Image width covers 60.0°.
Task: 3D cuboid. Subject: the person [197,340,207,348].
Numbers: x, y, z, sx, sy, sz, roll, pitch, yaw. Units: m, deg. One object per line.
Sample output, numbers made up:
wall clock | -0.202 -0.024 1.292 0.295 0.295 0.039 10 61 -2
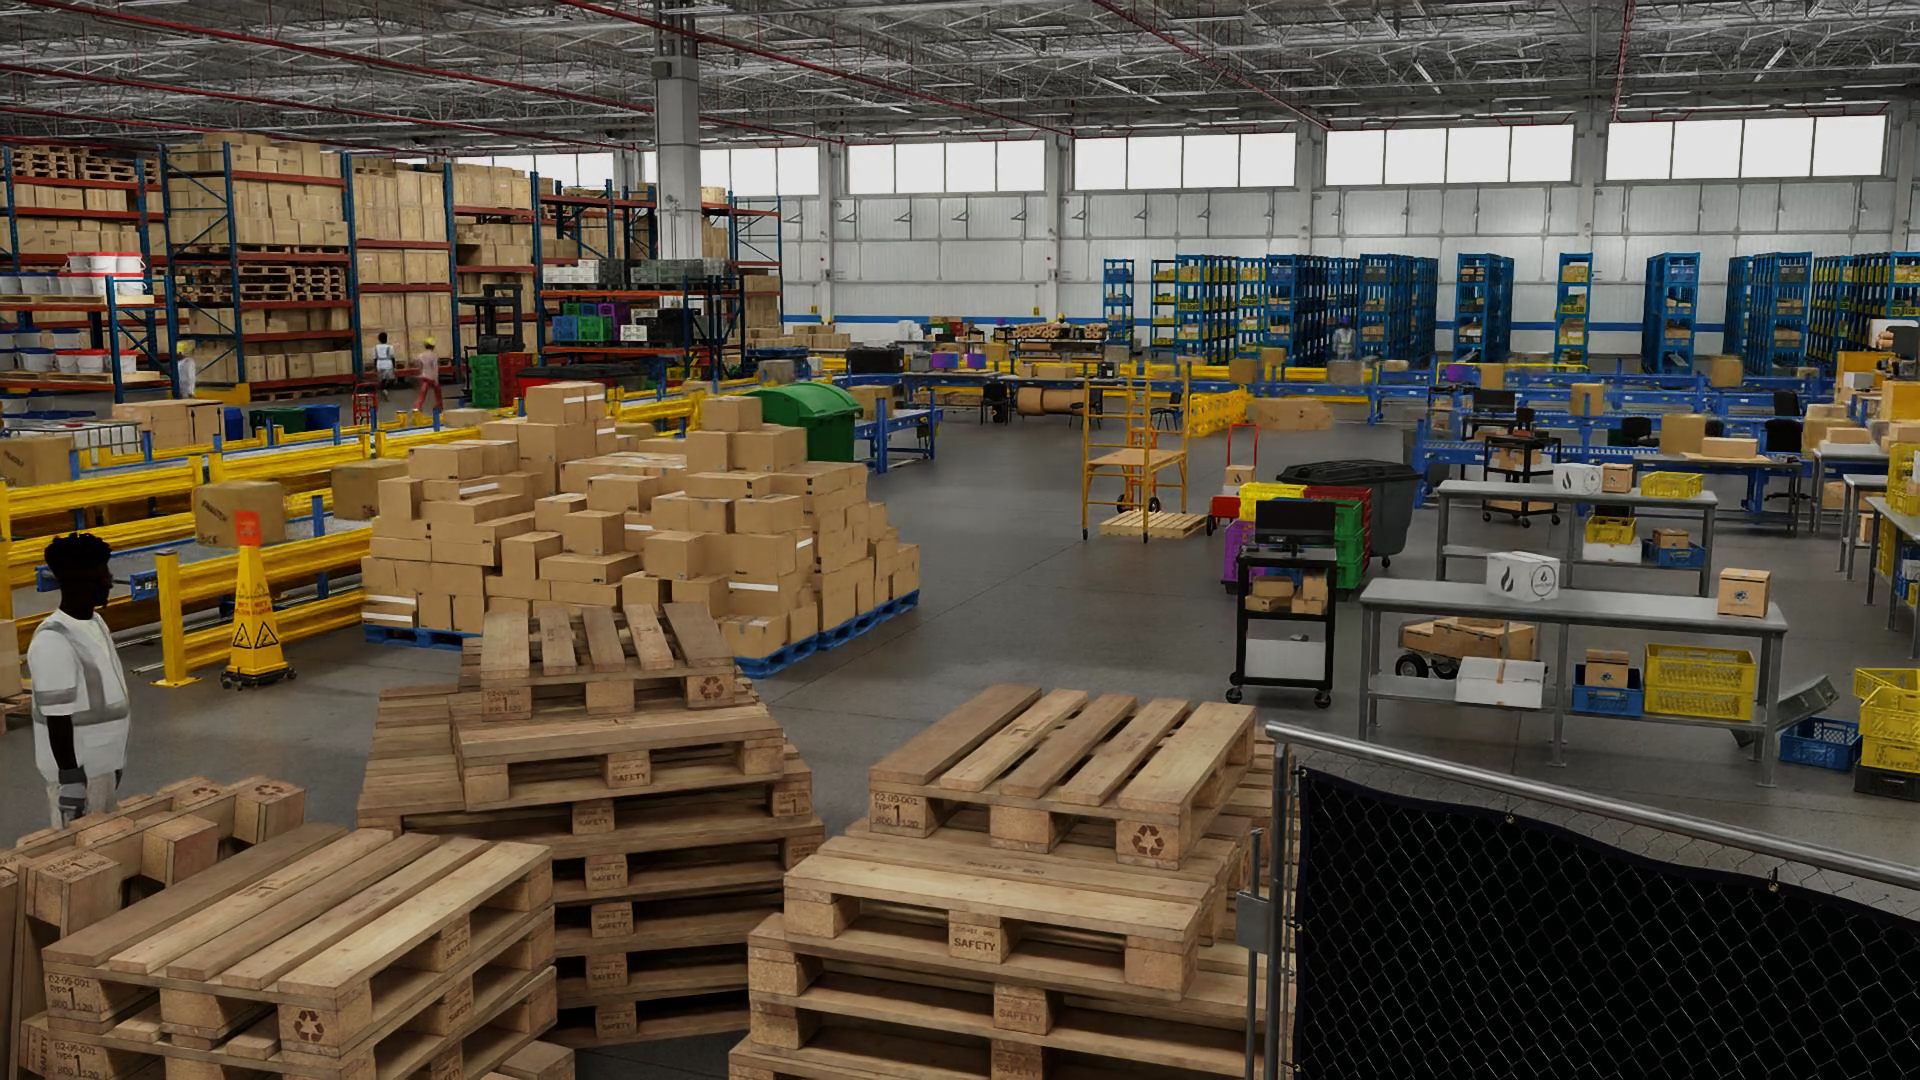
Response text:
person | -22.598 -5.860 49.926 0.629 1.915 0.871 6 11 31

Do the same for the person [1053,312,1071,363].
person | 3.276 -6.447 53.851 0.590 1.833 0.403 2 9 15

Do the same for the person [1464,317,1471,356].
person | 15.548 -6.005 51.093 0.439 1.830 0.583 5 10 29

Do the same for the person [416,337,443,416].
person | -11.260 -3.425 35.206 0.532 1.728 0.883 4 10 24

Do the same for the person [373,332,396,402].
person | -13.755 -4.128 39.725 0.543 1.684 0.422 2 9 10

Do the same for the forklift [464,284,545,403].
forklift | -10.832 -4.702 39.610 1.129 2.768 1.873 3 10 20

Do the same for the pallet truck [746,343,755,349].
pallet truck | -6.183 -4.618 44.264 1.601 1.201 0.680 -9 12 -43

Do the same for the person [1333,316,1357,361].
person | 10.637 -5.225 45.947 0.615 1.917 0.944 2 9 13

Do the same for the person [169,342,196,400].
person | -14.334 -2.745 30.651 0.596 1.811 0.434 2 9 15

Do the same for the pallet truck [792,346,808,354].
pallet truck | -3.705 -4.298 42.022 0.653 1.274 1.630 3 10 20

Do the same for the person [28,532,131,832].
person | -3.719 0.934 7.085 0.364 1.964 0.612 -2 9 -13
